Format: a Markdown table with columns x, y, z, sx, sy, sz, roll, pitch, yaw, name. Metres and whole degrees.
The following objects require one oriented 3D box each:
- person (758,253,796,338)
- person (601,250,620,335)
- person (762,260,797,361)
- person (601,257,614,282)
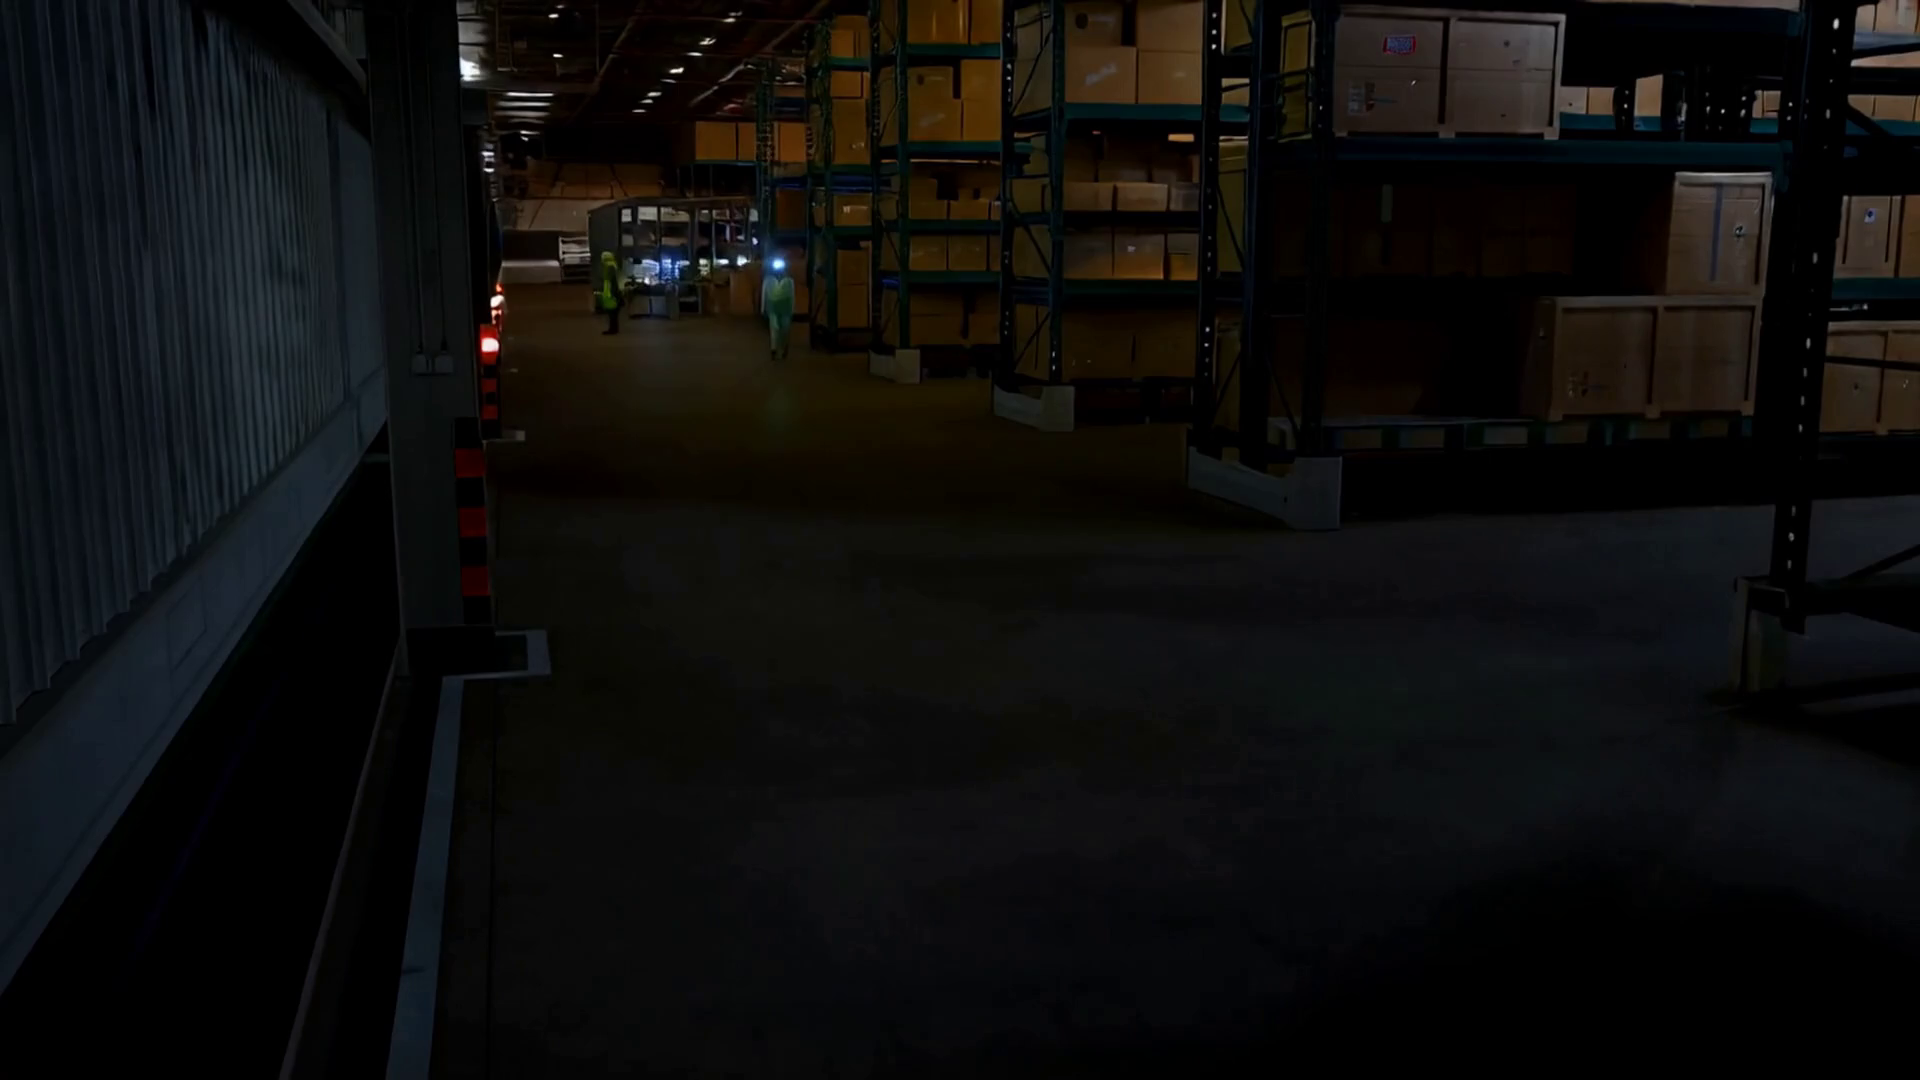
| x | y | z | sx | sy | sz | roll | pitch | yaw | name |
| --- | --- | --- | --- | --- | --- | --- | --- | --- | --- |
| -4.035 | -5.364 | 36.599 | 0.752 | 1.880 | 0.655 | -2 | 10 | -10 | person |
| -8.074 | -5.694 | 38.282 | 0.376 | 1.936 | 0.549 | 3 | 10 | 14 | person |
| -3.209 | -4.090 | 29.645 | 0.613 | 1.785 | 0.951 | -1 | 10 | -4 | person |
| -12.805 | -9.549 | 60.531 | 0.412 | 1.786 | 0.632 | 4 | 11 | 20 | person |
